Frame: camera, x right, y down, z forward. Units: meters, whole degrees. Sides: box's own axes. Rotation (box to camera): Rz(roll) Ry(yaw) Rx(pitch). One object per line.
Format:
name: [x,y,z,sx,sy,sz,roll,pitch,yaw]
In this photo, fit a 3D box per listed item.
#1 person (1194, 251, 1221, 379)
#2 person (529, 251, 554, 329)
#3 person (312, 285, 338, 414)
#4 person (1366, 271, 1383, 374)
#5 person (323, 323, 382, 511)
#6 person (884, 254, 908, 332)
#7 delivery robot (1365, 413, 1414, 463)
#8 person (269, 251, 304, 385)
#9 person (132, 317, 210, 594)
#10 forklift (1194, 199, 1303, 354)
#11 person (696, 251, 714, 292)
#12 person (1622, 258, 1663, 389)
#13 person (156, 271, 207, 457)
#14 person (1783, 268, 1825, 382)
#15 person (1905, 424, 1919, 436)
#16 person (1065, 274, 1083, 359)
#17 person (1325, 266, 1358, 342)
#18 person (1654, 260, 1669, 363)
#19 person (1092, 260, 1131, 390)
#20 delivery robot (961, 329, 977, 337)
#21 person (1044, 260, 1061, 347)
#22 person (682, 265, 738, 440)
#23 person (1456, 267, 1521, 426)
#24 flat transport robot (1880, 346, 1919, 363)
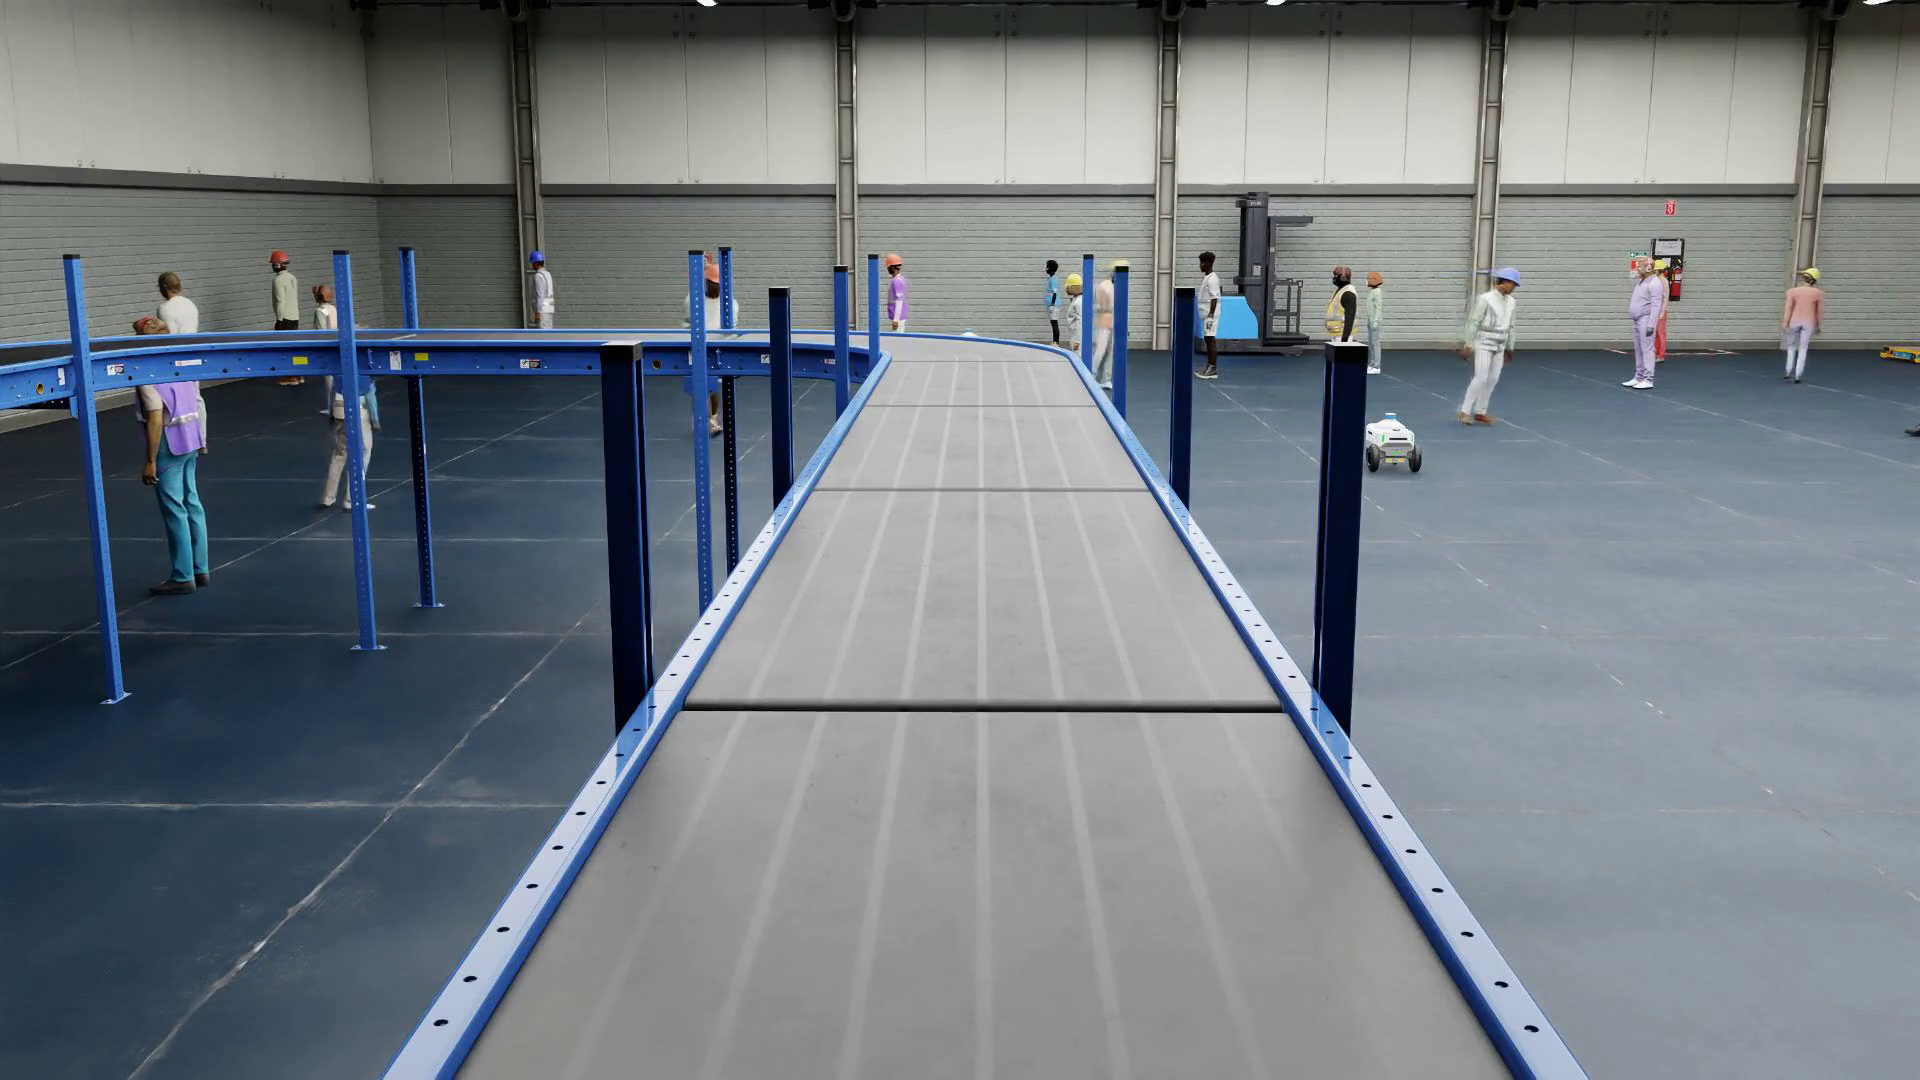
person: [3.887,-3.516,25.993,0.368,1.963,0.609,0,11,2]
person: [-6.867,-3.768,27.337,0.403,1.943,0.606,0,11,2]
person: [-8.082,-2.434,21.266,0.315,1.640,0.515,0,11,2]
person: [6.634,-3.491,26.715,0.279,1.632,0.502,0,11,2]
person: [-5.221,-1.052,14.245,0.658,1.606,0.355,7,13,34]
person: [-0.993,-3.457,25.764,0.376,1.933,0.548,0,11,2]
delivery robot: [4.319,-1.031,16.724,0.477,0.478,0.707,0,11,1]
person: [-10.143,-3.338,24.996,0.395,1.994,0.613,0,11,2]
person: [-5.285,-0.568,11.156,0.389,1.841,0.564,0,11,2]
forklift: [5.313,-4.851,30.603,1.873,2.768,1.129,0,11,1]
person: [-4.392,-4.065,28.960,0.399,1.908,0.643,0,11,2]
person: [10.024,-3.180,24.415,0.399,1.908,0.643,0,11,2]
person: [-8.175,-1.836,17.432,0.371,1.936,0.629,0,11,2]
person: [12.841,-3.271,25.339,0.540,1.724,0.647,6,13,29]
person: [11.103,-2.125,18.919,0.376,1.934,0.548,0,11,2]
person: [1.554,-2.693,22.340,0.318,1.740,0.488,0,11,2]
person: [5.184,-2.800,22.629,0.430,1.843,0.625,0,11,2]
person: [12.032,-3.941,28.691,0.329,1.765,0.527,0,11,2]
person: [2.192,-3.122,24.187,0.648,1.878,0.498,-7,13,-32]
delivery robot: [0.149,-3.475,29.281,0.477,0.478,0.707,-3,12,-17]
person: [1.736,-4.386,31.150,0.321,1.695,0.537,0,11,2]
person: [-2.858,-2.135,18.900,0.680,1.960,1.036,-2,11,-9]
person: [6.405,-2.318,19.997,0.638,1.899,0.507,-7,13,-31]
flat transport robot: [16.776,-3.238,29.036,0.652,0.197,1.431,0,11,1]
